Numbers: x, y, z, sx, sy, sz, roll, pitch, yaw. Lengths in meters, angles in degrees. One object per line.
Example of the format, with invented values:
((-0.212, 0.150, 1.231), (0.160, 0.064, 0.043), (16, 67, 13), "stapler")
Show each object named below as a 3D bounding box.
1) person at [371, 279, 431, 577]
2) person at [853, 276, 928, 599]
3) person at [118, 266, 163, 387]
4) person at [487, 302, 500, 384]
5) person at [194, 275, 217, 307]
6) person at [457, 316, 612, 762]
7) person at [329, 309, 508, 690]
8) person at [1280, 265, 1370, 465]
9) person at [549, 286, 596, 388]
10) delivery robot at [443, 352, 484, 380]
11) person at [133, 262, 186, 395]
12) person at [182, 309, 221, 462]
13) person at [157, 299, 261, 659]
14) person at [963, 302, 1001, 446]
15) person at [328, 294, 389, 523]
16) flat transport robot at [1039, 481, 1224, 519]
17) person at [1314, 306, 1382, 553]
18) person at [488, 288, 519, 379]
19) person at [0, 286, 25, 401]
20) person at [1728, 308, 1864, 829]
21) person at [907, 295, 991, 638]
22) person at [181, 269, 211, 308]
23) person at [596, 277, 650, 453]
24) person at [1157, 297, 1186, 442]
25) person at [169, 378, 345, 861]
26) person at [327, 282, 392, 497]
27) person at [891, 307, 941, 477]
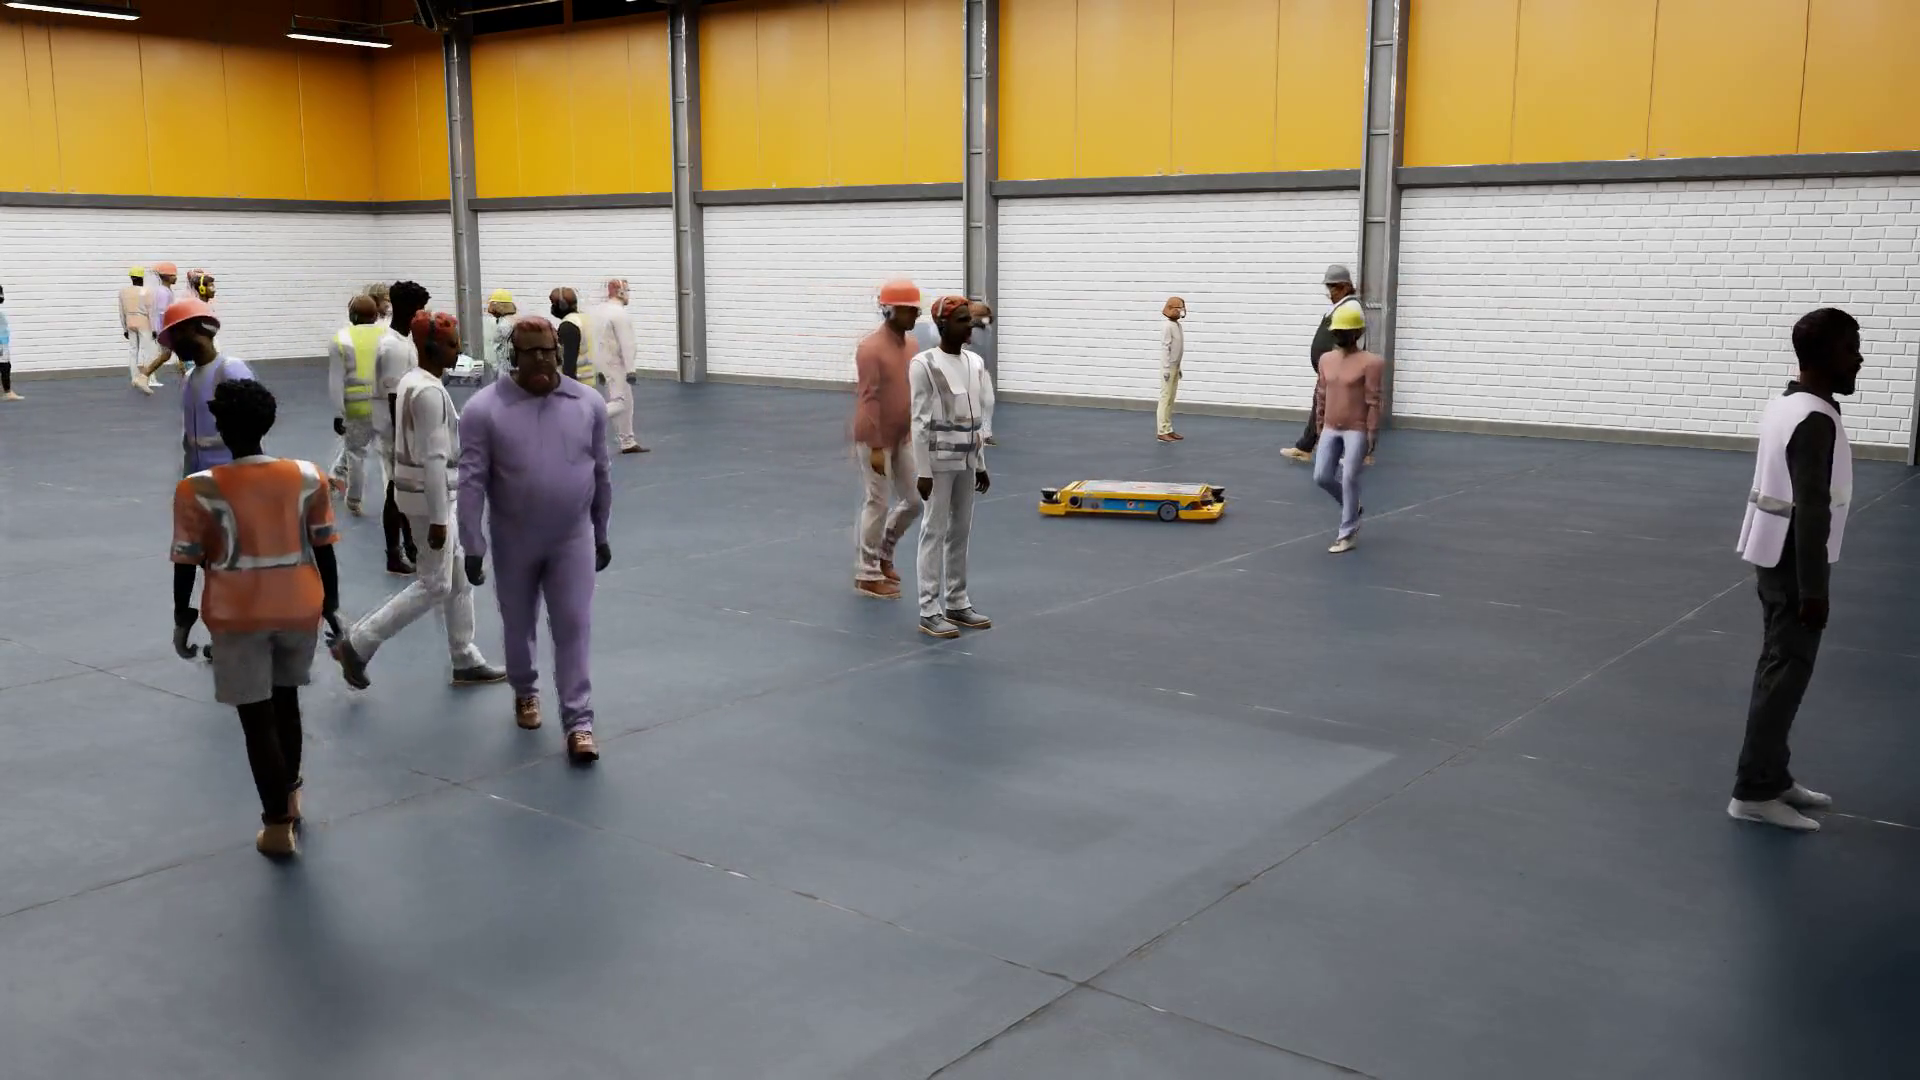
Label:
((-3.649, -0.738, 10.991), (0.441, 1.948, 0.629), (-3, 10, -18), "person")
((-0.419, -0.614, 10.178), (0.471, 1.977, 0.606), (7, 12, 36), "person")
((-13.048, -3.388, 26.455), (0.589, 1.927, 0.387), (1, 10, 9), "person")
((-5.391, -2.109, 19.899), (0.670, 1.608, 0.523), (-2, 10, -10), "person")
((-9.015, -2.246, 20.002), (0.385, 1.859, 0.549), (-3, 10, -18), "person")
((-1.804, -0.026, 7.115), (0.667, 1.853, 1.014), (-4, 11, -22), "person")
((-2.595, -0.166, 7.921), (0.786, 1.864, 0.595), (-4, 11, -23), "person")
((3.684, -1.752, 16.603), (0.950, 2.000, 0.701), (0, 10, -1), "person")
((-3.498, -1.365, 14.988), (0.441, 1.823, 0.641), (-1, 10, -4), "person")
((-7.955, -2.769, 26.570), (0.707, 0.478, 0.477), (5, 11, 28), "delivery robot")
((-11.919, -3.160, 24.911), (0.973, 2.013, 0.621), (-5, 11, -26), "person")
((-7.001, -1.362, 15.557), (0.775, 1.610, 0.511), (3, 10, 16), "person")
((-3.705, -0.266, 8.424), (0.633, 1.887, 0.415), (6, 12, 33), "person")
((0.185, -1.796, 18.139), (0.662, 1.594, 0.516), (9, 13, 41), "person")
((-4.675, -1.037, 13.162), (0.651, 1.792, 0.978), (-7, 12, -34), "person")
((1.403, -0.334, 13.492), (1.431, 0.197, 0.652), (2, 10, 13), "flat transport robot")
((2.780, -0.792, 11.861), (0.482, 1.754, 0.534), (-10, 14, -44), "person")
((-4.892, -1.825, 17.895), (0.294, 1.744, 0.484), (-2, 10, -11), "person")
((-13.807, -2.804, 23.752), (0.594, 1.681, 0.543), (-4, 11, -23), "person")
((3.117, 0.114, 6.197), (0.497, 1.928, 0.615), (3, 10, 16), "person")
((-0.047, -0.411, 9.256), (0.355, 1.885, 0.575), (8, 12, 37), "person")
((-10.688, -2.854, 23.411), (0.407, 1.908, 0.641), (-2, 10, -14), "person")
((-3.670, -1.813, 17.436), (0.764, 1.877, 0.635), (-5, 11, -25), "person")
((2.402, -1.931, 18.827), (0.283, 1.633, 0.501), (4, 11, 24), "person")
((-2.518, 0.264, 5.896), (0.558, 1.671, 0.656), (-9, 13, -43), "person")
((-5.063, -1.281, 14.347), (1.044, 1.886, 0.631), (0, 10, -3), "person")
((-0.440, -1.418, 15.423), (0.610, 1.784, 0.940), (-3, 10, -14), "person")
